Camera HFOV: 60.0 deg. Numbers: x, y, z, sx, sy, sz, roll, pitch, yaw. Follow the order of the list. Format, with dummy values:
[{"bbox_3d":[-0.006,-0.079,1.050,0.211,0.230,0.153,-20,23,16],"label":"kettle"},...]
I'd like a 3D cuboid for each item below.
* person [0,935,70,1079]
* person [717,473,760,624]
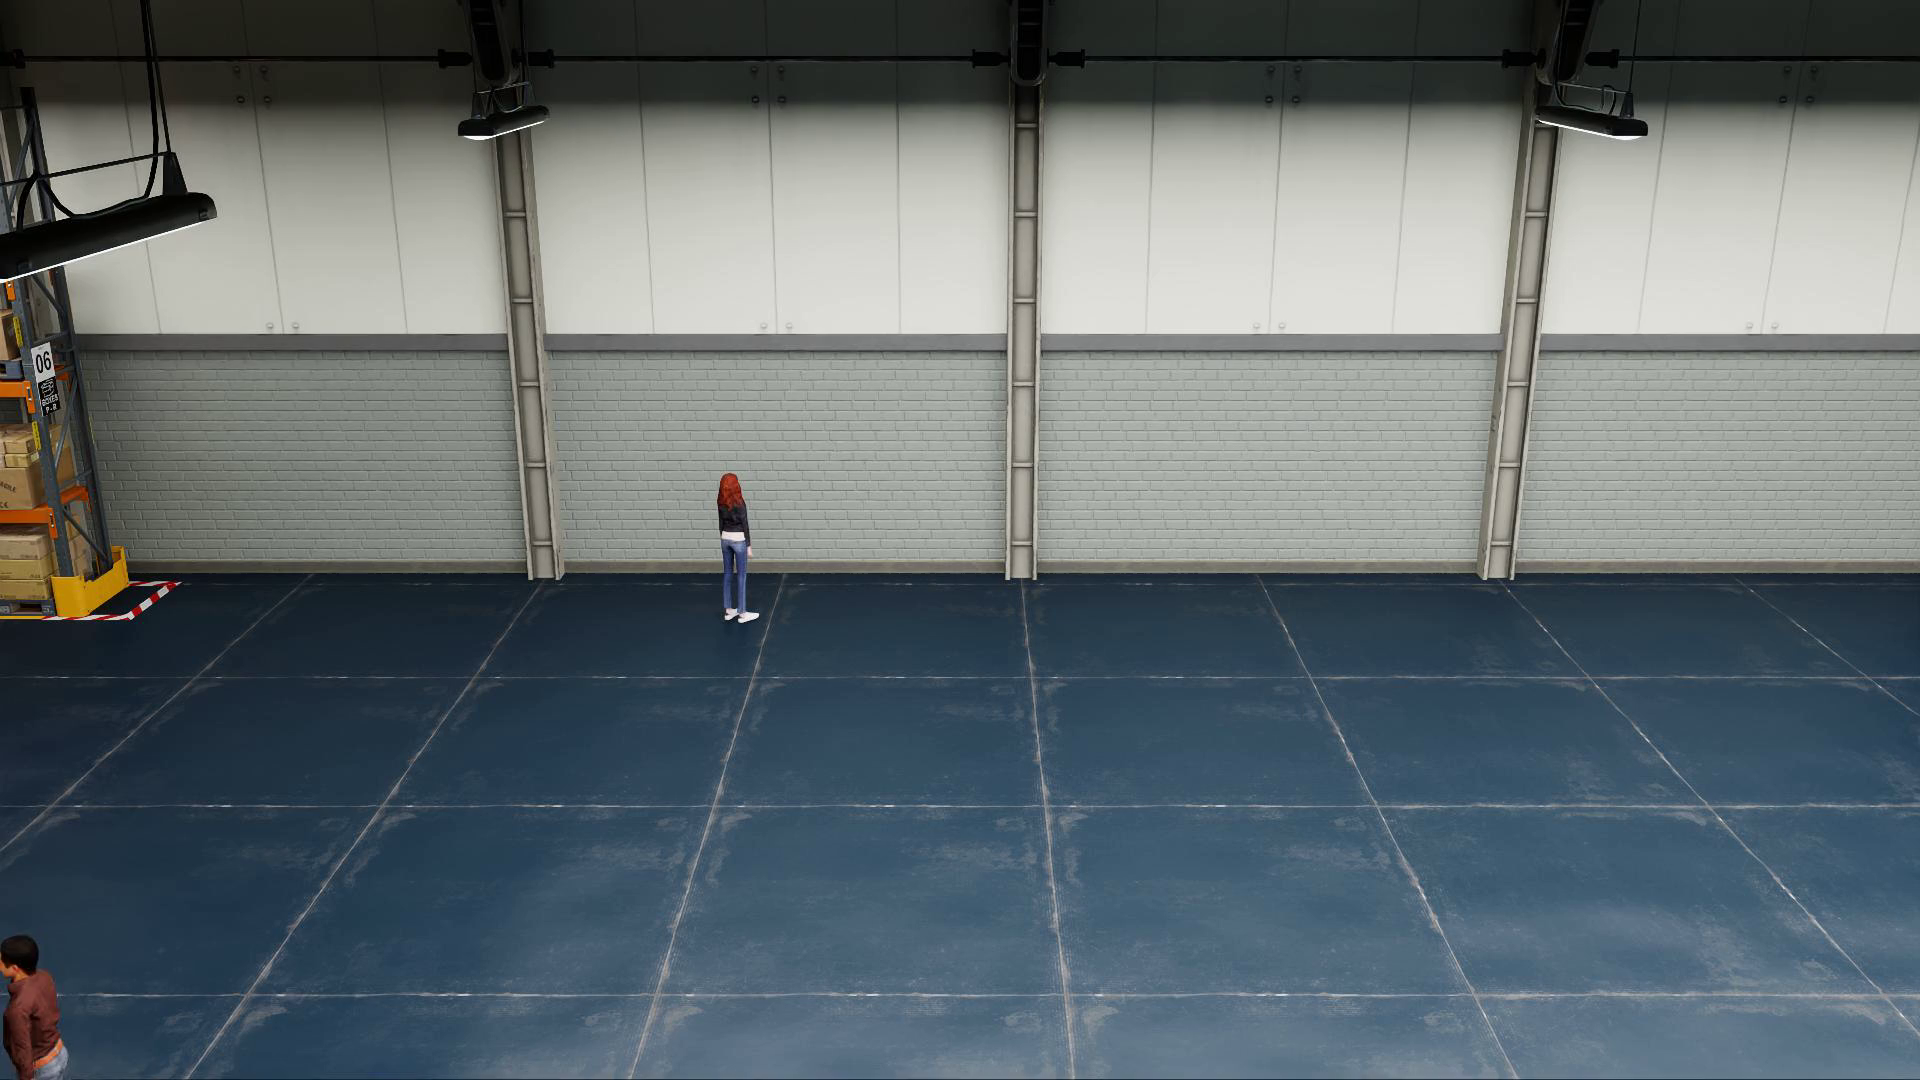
[{"bbox_3d":[-5.389,3.147,9.912,1.037,1.761,0.749,-3,18,-9],"label":"person"},{"bbox_3d":[-2.616,0.079,19.291,0.647,1.787,0.730,12,22,33],"label":"person"}]
